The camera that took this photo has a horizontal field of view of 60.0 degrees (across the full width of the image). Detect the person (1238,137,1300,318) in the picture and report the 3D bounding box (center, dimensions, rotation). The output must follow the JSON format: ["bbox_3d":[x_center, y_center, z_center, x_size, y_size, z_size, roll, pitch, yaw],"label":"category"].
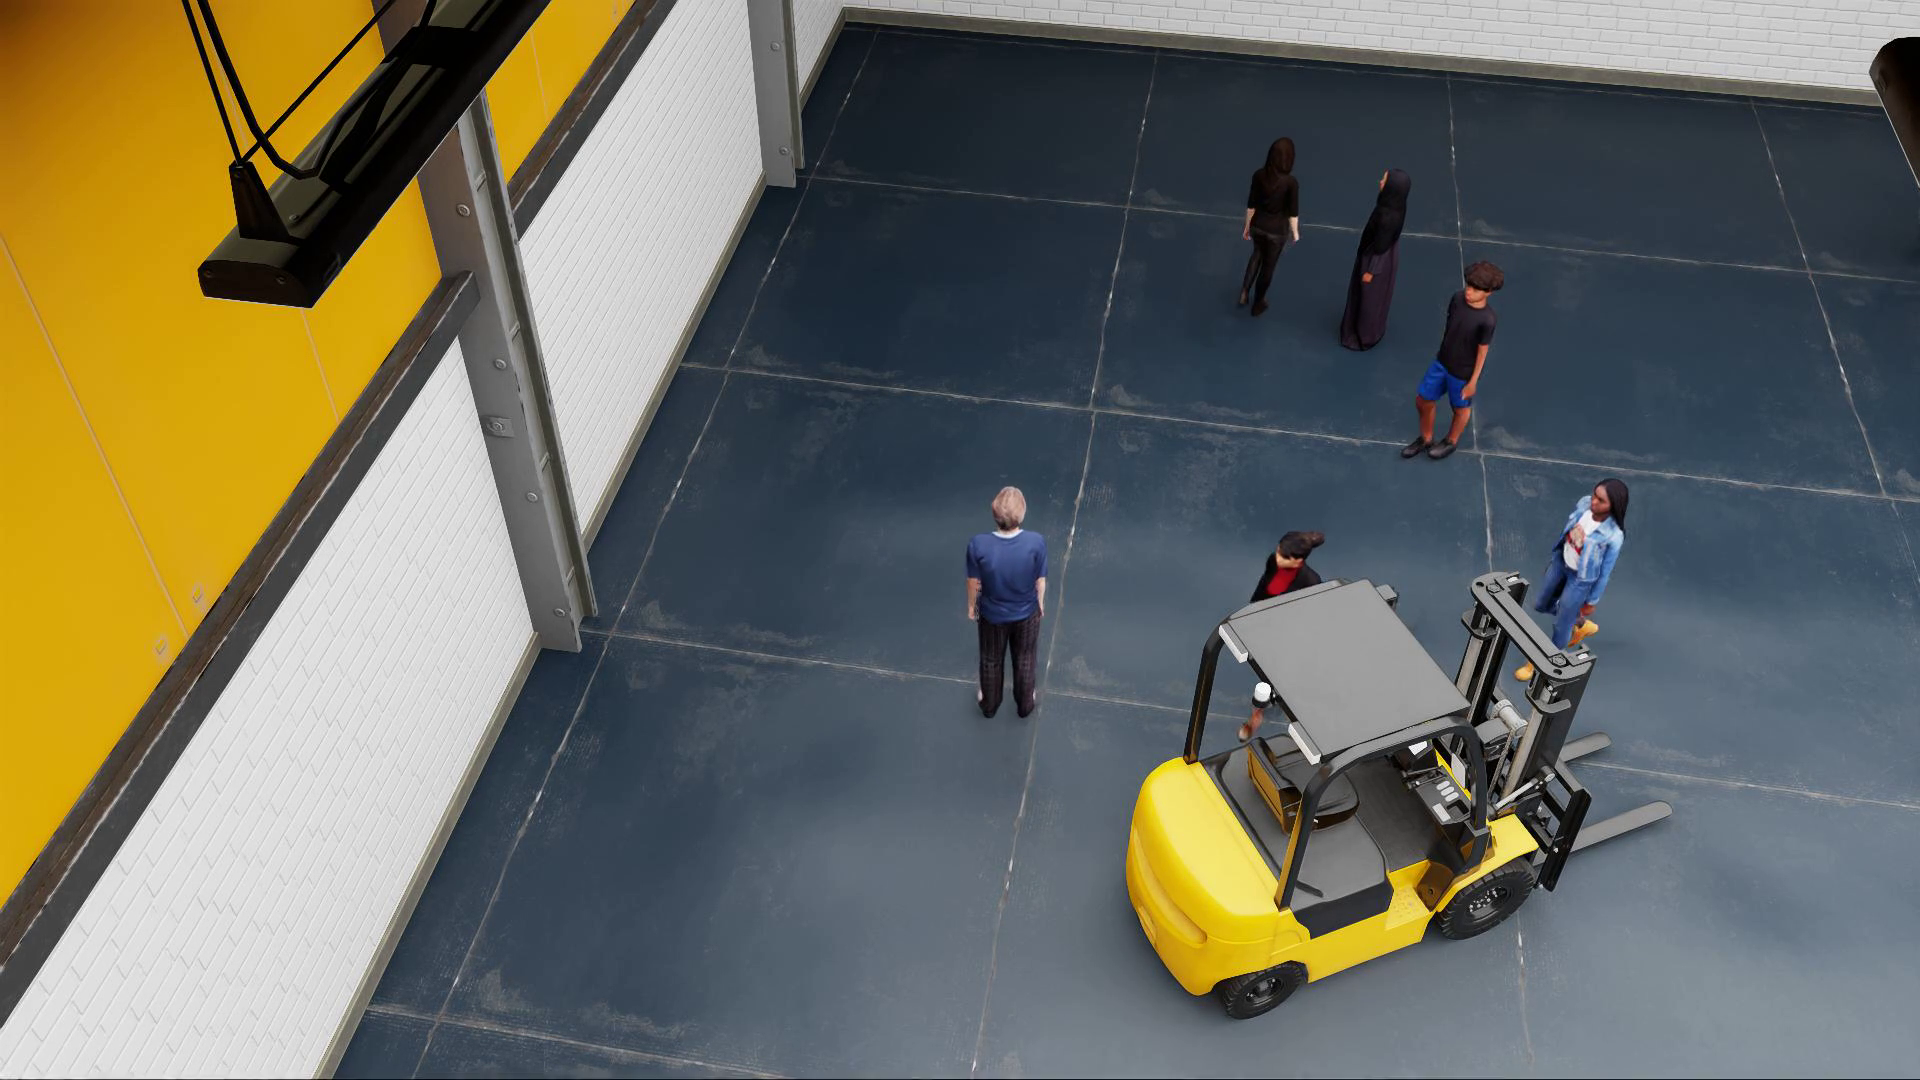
[{"bbox_3d":[2.494,-2.504,13.574,0.691,1.630,0.738,26,50,25],"label":"person"}]

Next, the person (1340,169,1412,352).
[{"bbox_3d":[3.356,-2.263,13.335,0.714,1.613,0.595,17,46,17],"label":"person"}]

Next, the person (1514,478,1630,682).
[{"bbox_3d":[4.009,0.240,10.642,0.880,1.703,0.876,-12,45,-12],"label":"person"}]

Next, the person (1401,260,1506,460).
[{"bbox_3d":[3.733,-1.323,12.228,0.874,1.779,0.815,-23,48,-22],"label":"person"}]

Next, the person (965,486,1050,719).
[{"bbox_3d":[0.305,0.435,10.320,0.708,1.864,0.632,-1,44,-1],"label":"person"}]

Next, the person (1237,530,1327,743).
[{"bbox_3d":[2.054,0.536,10.388,0.870,1.623,0.812,-25,49,-24],"label":"person"}]
